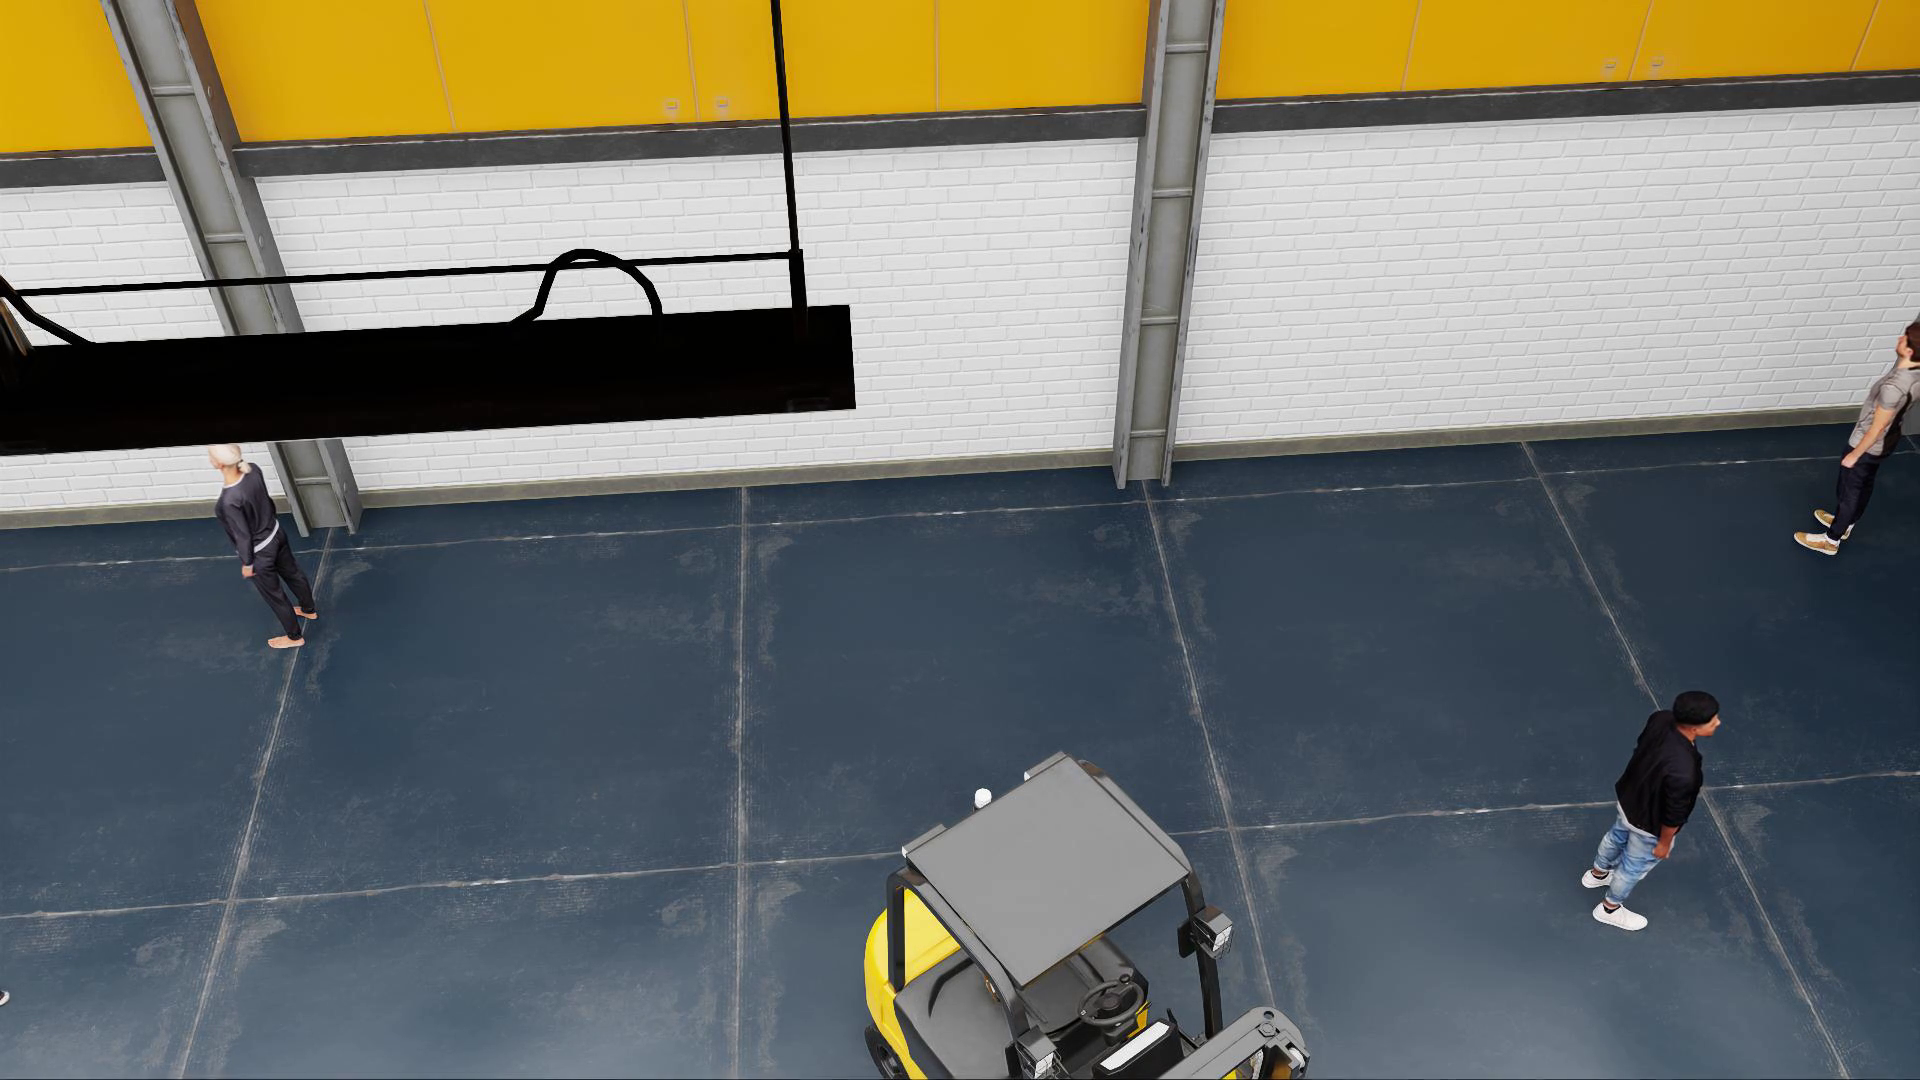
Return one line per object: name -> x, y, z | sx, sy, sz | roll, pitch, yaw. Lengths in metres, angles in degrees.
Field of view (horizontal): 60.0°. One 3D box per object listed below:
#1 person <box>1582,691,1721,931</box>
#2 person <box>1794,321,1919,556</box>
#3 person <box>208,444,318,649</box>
person -> 3.824, 1.464, 9.214 | 0.626, 1.812, 0.720 | 1, 44, 2
person -> 6.272, -0.691, 11.417 | 0.697, 1.893, 0.791 | -32, 52, -29
person -> -4.546, -0.002, 10.816 | 0.590, 1.725, 0.648 | 5, 44, 5
